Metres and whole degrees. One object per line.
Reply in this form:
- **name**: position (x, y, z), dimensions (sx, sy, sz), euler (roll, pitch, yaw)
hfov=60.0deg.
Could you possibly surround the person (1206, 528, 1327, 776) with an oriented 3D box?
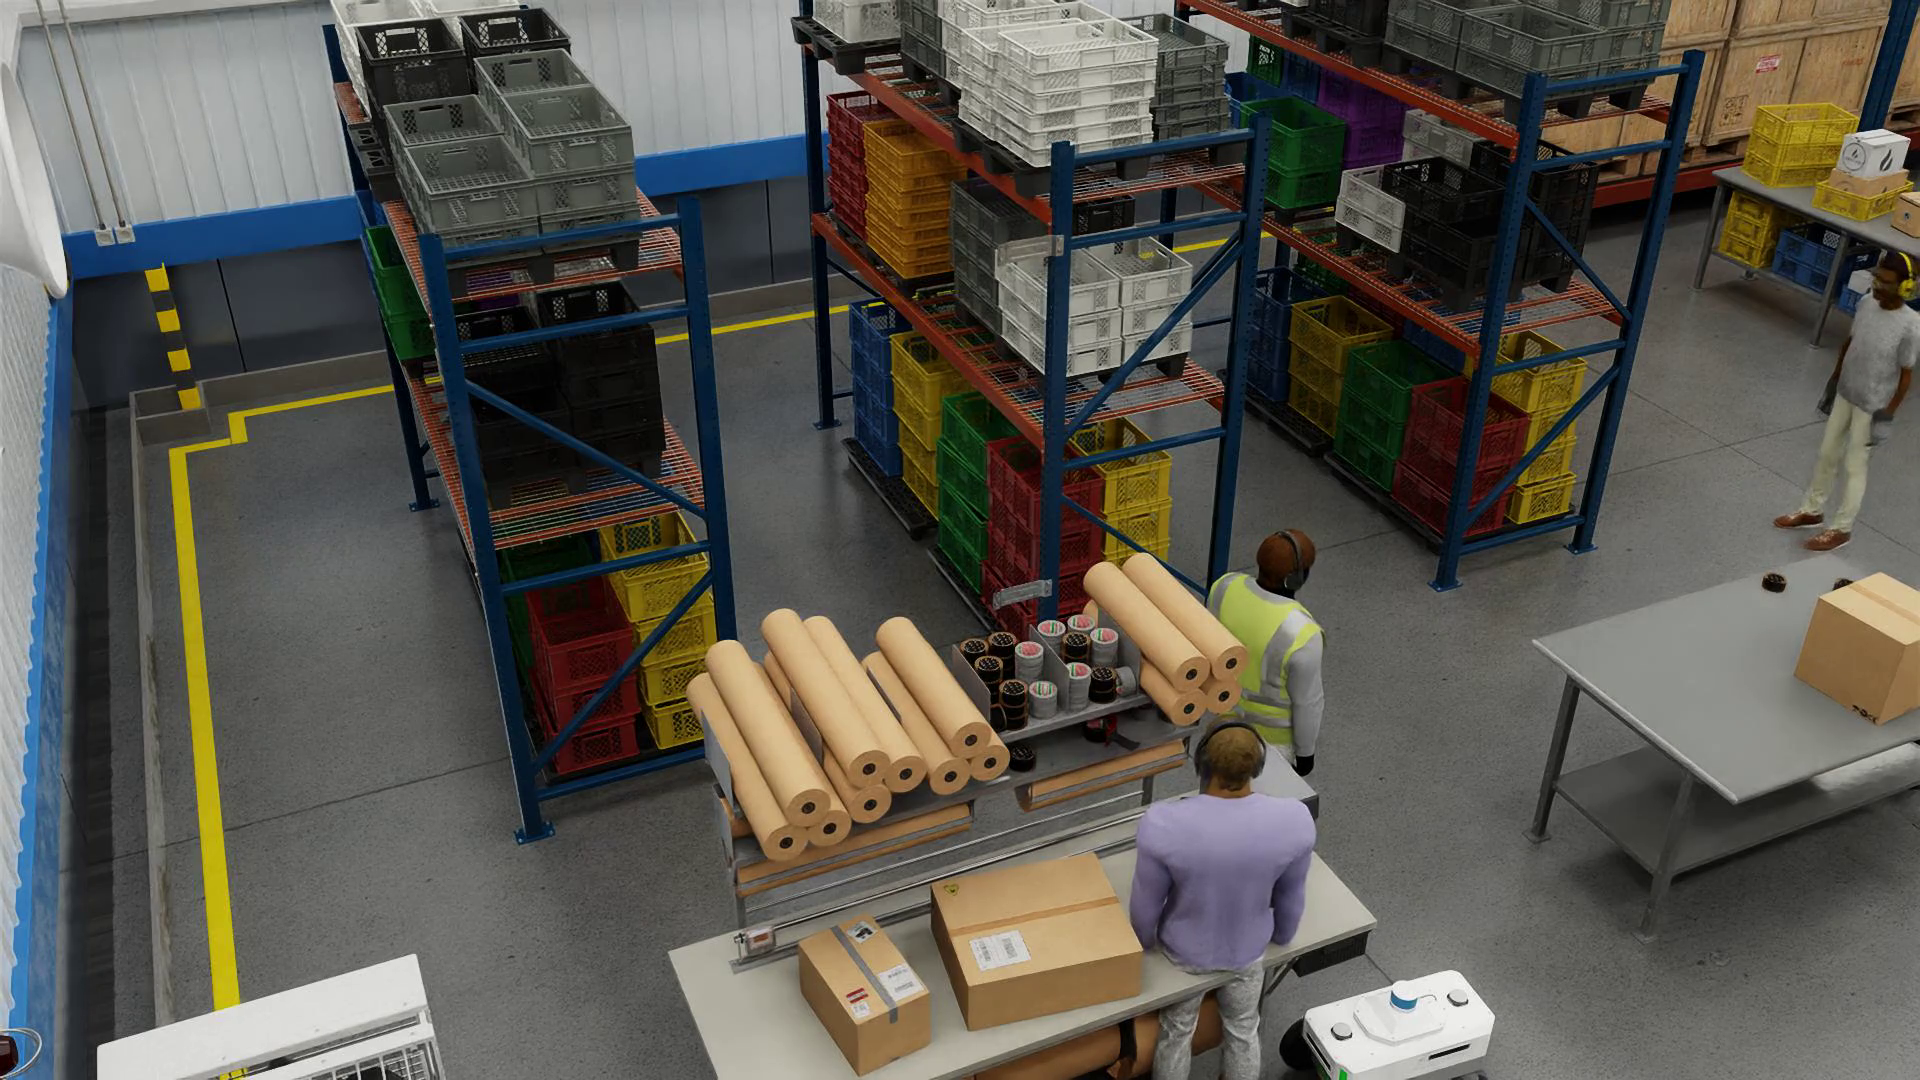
- **person**: position (1.326, 0.760, 7.225), dimensions (0.429, 1.840, 0.634), euler (-20, 37, -29)

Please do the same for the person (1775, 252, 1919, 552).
- **person**: position (5.265, -0.805, 9.743), dimensions (0.310, 1.863, 0.533), euler (-8, 33, -13)

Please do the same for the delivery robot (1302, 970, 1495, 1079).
- **delivery robot**: position (1.702, 1.920, 6.471), dimensions (0.707, 0.478, 0.477), euler (-10, 33, -16)

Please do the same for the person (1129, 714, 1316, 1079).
- **person**: position (0.916, 1.449, 6.025), dimensions (0.628, 1.932, 0.367), euler (-1, 32, -2)
